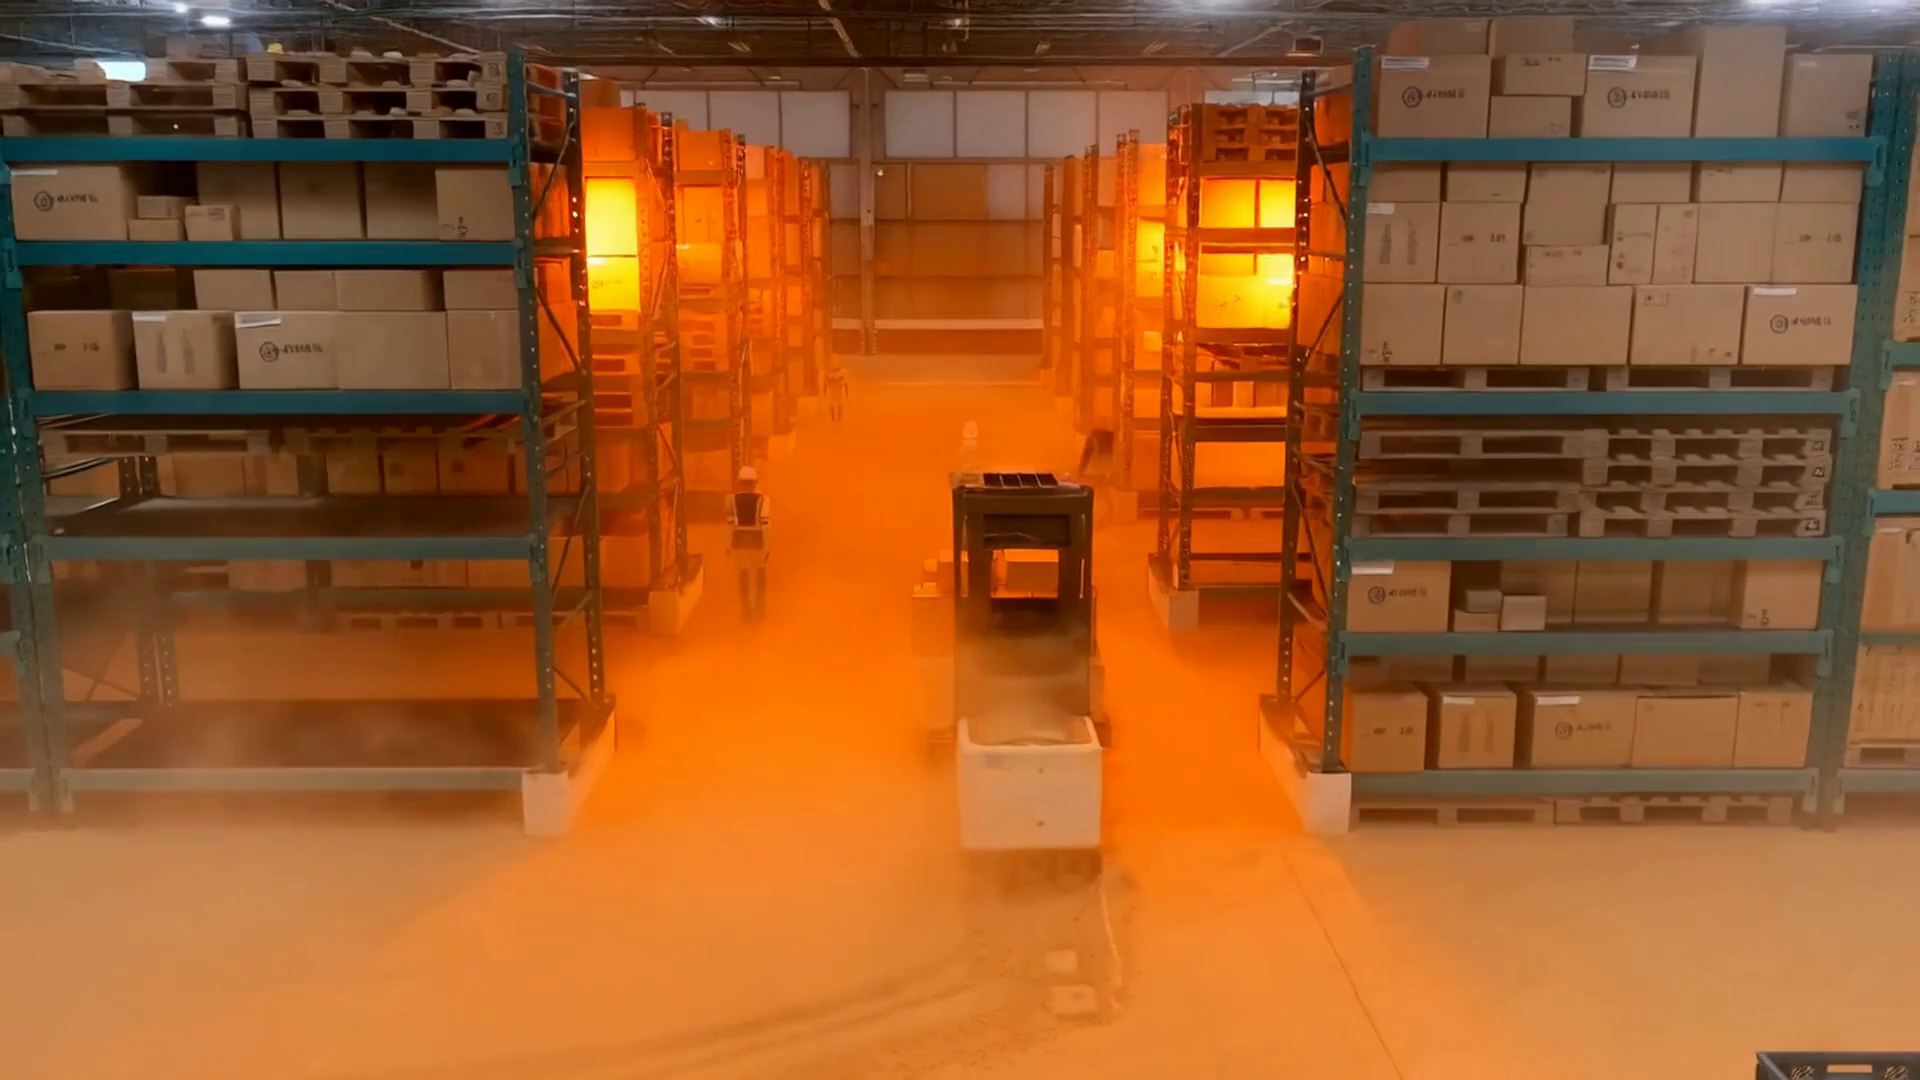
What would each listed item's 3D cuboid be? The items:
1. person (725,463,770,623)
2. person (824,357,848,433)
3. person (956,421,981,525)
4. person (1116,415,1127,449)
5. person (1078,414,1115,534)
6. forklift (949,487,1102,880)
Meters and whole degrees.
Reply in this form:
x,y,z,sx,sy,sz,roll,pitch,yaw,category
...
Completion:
x,y,z,sx,sy,sz,roll,pitch,yaw,category
-2.535,0.031,19.939,0.556,1.921,0.521,0,11,0,person
-2.725,-3.221,36.669,0.530,1.672,0.749,0,11,1,person
0.145,-1.056,26.084,0.483,1.616,0.575,-9,15,-38,person
3.136,-2.291,31.651,0.581,1.834,0.576,4,12,18,person
2.025,-1.019,25.404,0.743,1.803,0.745,10,15,40,person
0.495,0.986,12.813,1.129,2.768,1.873,0,11,-2,forklift
